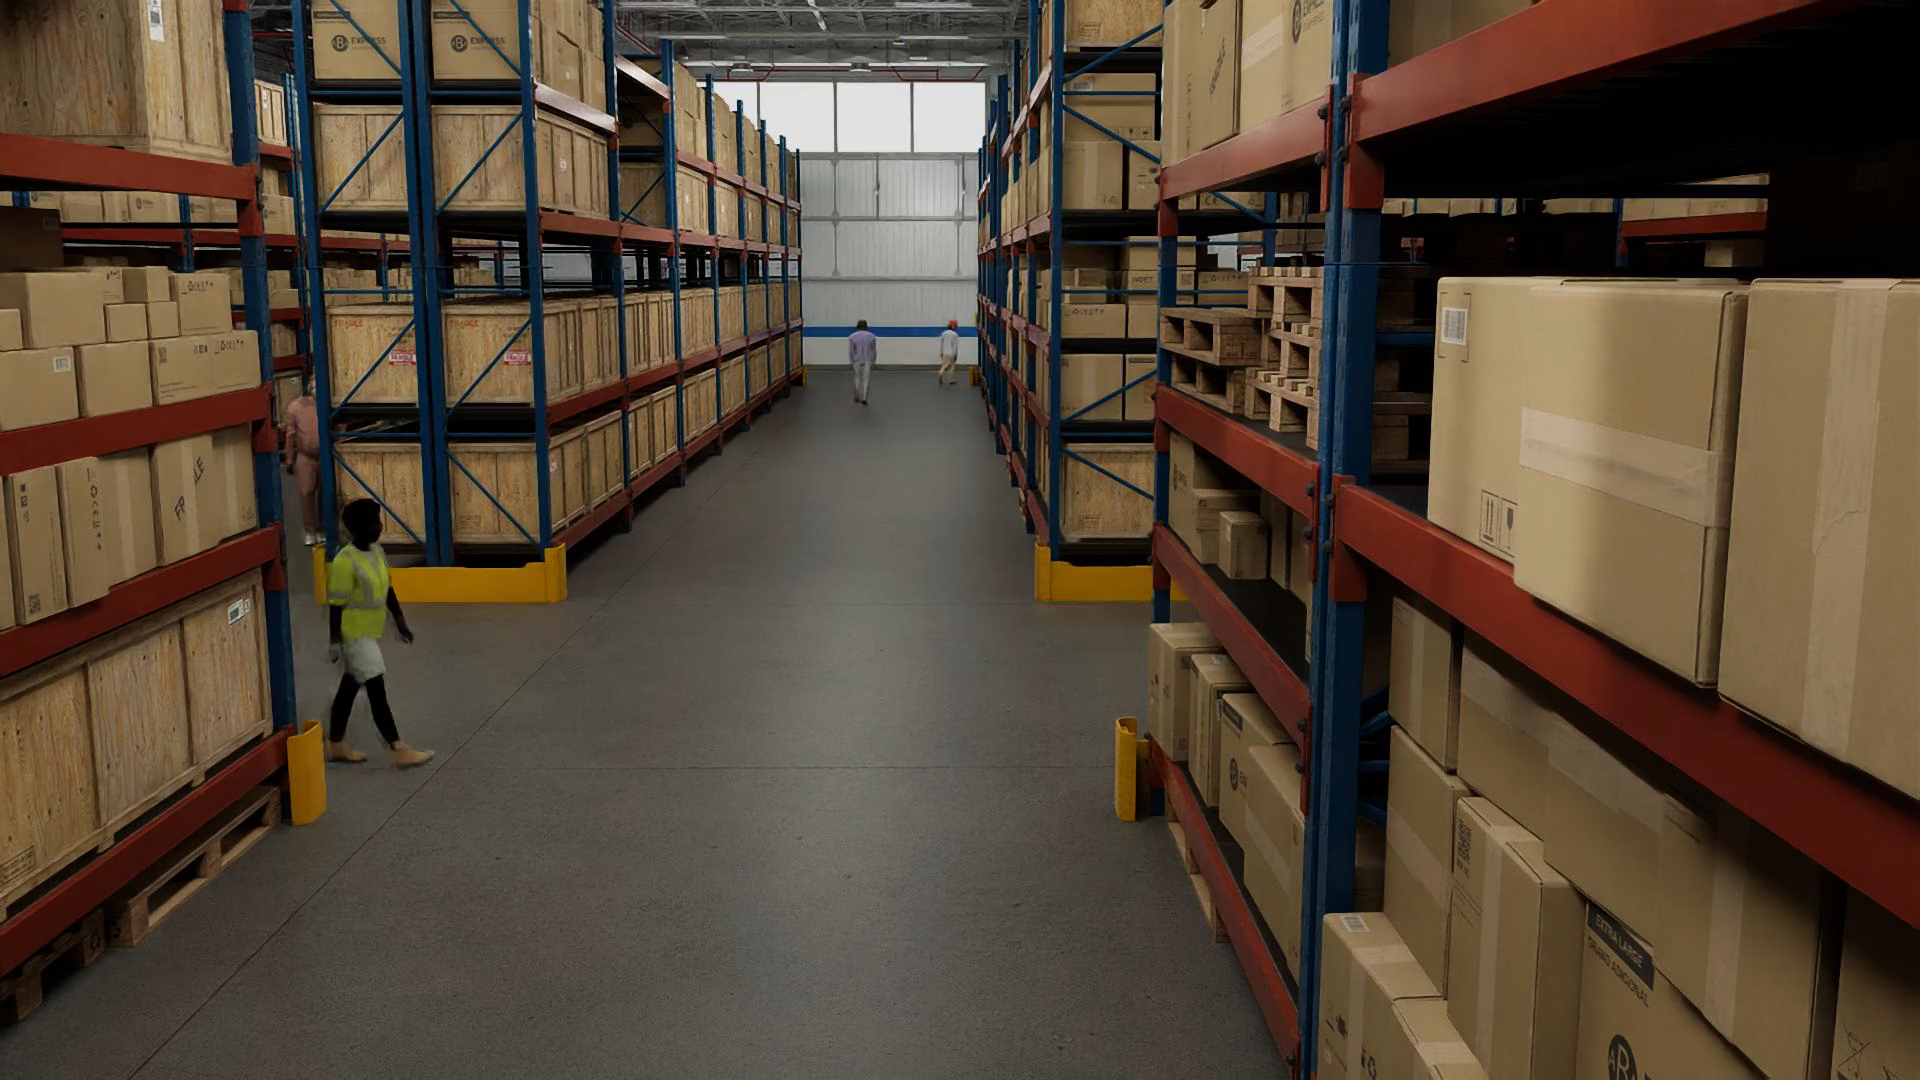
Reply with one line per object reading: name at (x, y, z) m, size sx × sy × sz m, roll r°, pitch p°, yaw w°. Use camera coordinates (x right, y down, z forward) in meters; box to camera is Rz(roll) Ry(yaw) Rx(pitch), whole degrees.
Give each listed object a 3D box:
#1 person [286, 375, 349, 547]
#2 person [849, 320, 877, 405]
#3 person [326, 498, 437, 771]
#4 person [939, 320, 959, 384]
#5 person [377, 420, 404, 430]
person at (-7.016, -0.866, 18.225) m, size 0.660 × 1.873 × 0.828 m, roll -4°, pitch 10°, yaw -25°
person at (-2.198, -4.004, 37.435) m, size 0.648 × 1.884 × 1.020 m, roll -2°, pitch 9°, yaw -12°
person at (-3.536, 0.572, 10.075) m, size 0.818 × 1.655 × 0.547 m, roll 0°, pitch 9°, yaw 1°
person at (-0.305, -4.906, 43.515) m, size 0.576 × 1.711 × 0.633 m, roll 7°, pitch 12°, yaw 36°
person at (-9.582, -2.359, 27.919) m, size 0.496 × 1.700 × 0.890 m, roll 2°, pitch 9°, yaw 10°
